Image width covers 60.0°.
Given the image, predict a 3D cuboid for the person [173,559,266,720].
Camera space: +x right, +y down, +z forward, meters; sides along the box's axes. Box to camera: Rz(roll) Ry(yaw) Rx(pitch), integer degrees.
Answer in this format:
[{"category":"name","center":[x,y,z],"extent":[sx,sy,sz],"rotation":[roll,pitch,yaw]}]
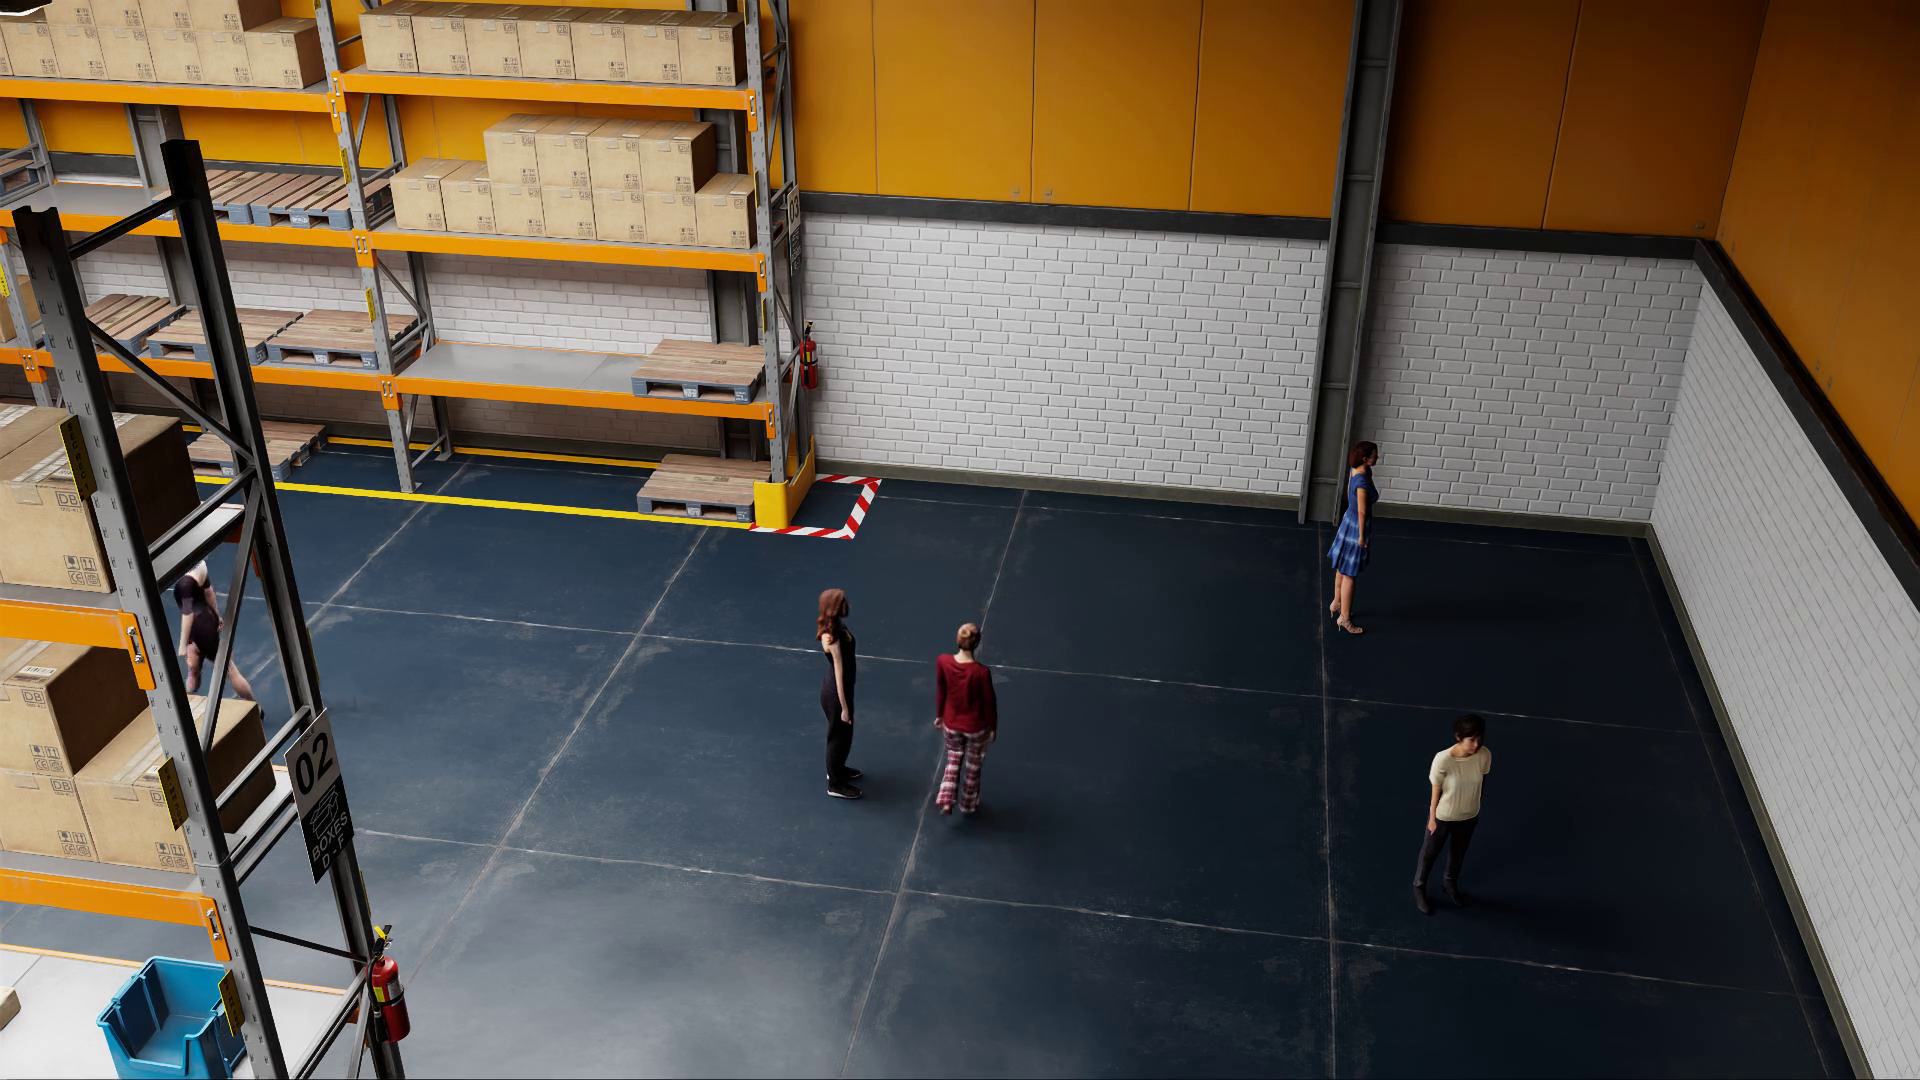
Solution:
[{"category":"person","center":[-5.849,0.726,13.123],"extent":[1.140,1.800,0.893],"rotation":[-6,29,-12]}]

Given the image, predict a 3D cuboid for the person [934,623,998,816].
[{"category":"person","center":[0.006,1.353,12.097],"extent":[0.742,1.682,0.786],"rotation":[12,31,21]}]

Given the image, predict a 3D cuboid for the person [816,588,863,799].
[{"category":"person","center":[-0.916,1.126,12.446],"extent":[0.590,1.746,0.635],"rotation":[-1,29,-3]}]

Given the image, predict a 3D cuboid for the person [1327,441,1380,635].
[{"category":"person","center":[3.458,-0.041,14.524],"extent":[0.628,1.806,0.706],"rotation":[0,29,0]}]

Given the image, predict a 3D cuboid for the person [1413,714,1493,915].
[{"category":"person","center":[3.348,1.846,11.296],"extent":[0.560,1.583,0.709],"rotation":[-7,29,-12]}]
